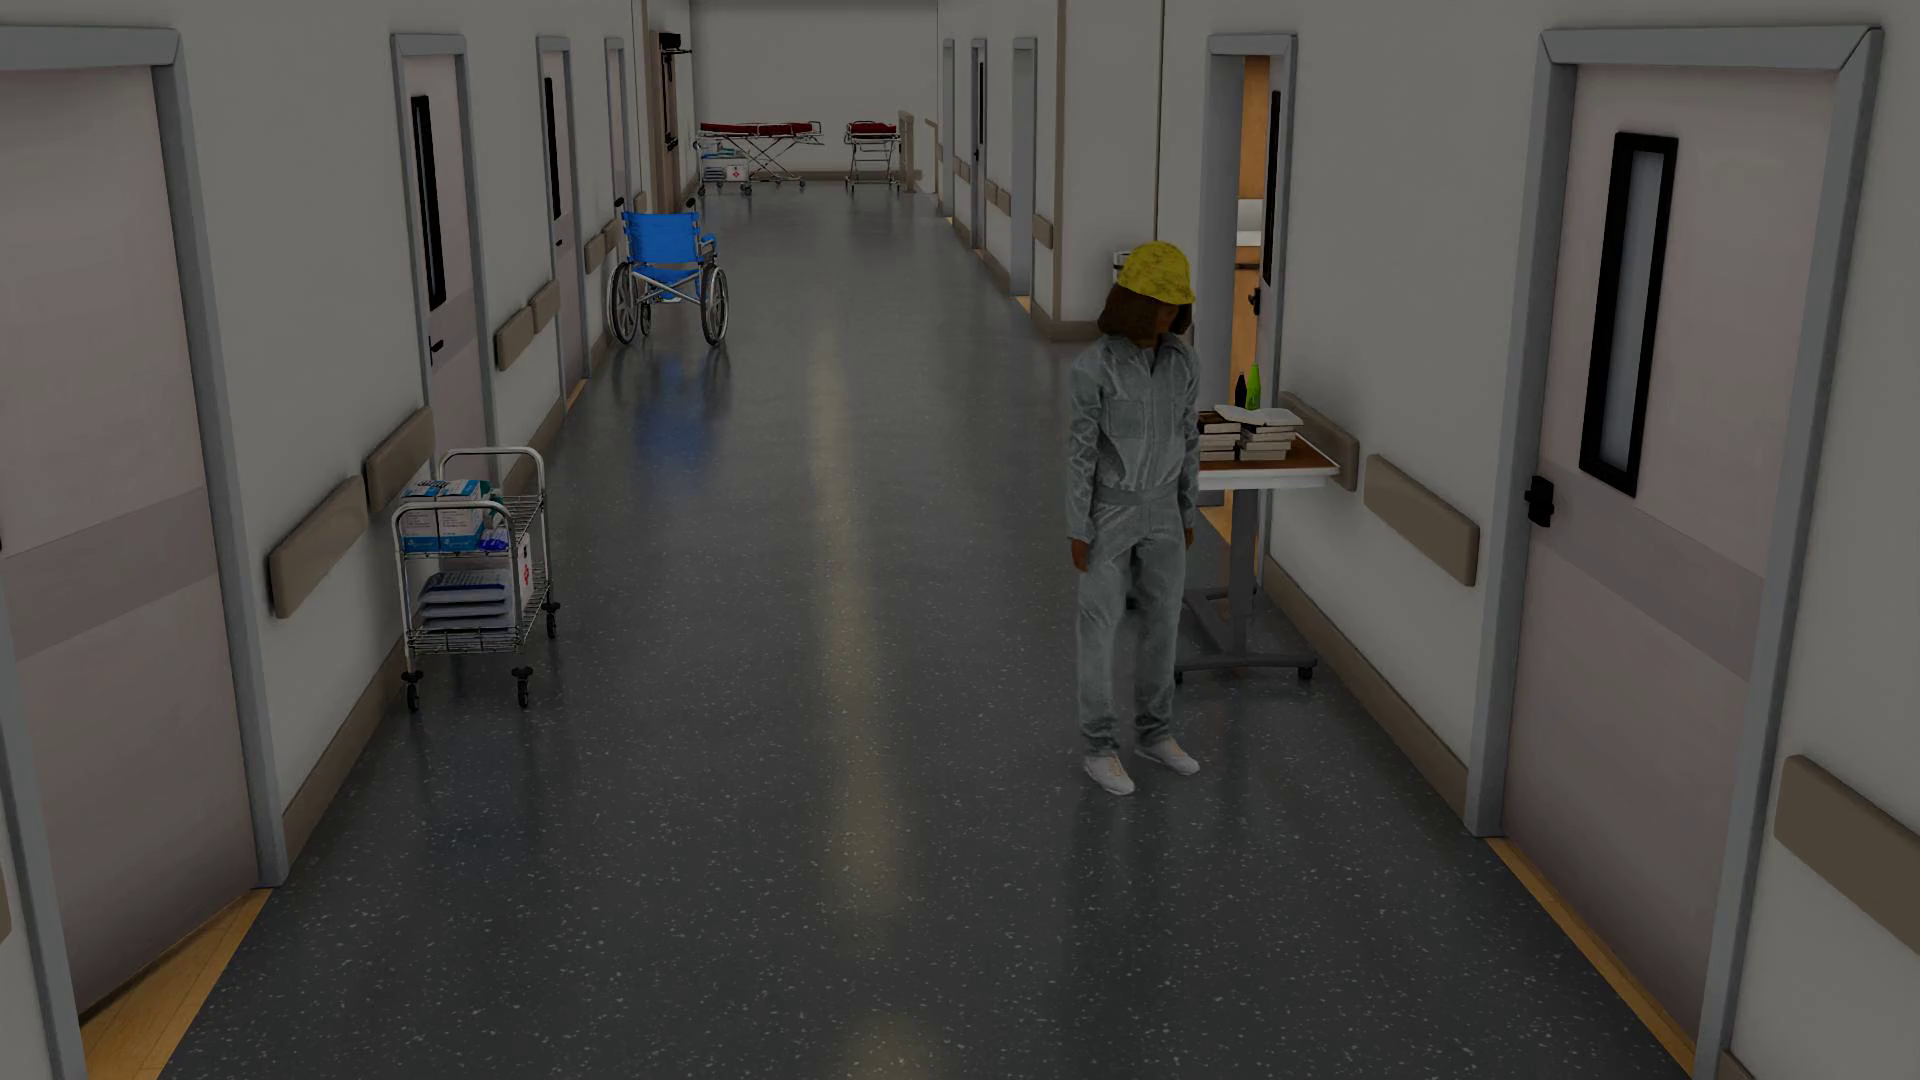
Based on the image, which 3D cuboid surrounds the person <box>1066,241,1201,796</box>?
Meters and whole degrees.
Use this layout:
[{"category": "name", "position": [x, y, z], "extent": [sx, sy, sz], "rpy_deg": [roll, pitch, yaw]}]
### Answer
[{"category": "person", "position": [0.560, -0.063, 5.190], "extent": [0.490, 1.730, 0.328], "rpy_deg": [-9, 19, -29]}]
